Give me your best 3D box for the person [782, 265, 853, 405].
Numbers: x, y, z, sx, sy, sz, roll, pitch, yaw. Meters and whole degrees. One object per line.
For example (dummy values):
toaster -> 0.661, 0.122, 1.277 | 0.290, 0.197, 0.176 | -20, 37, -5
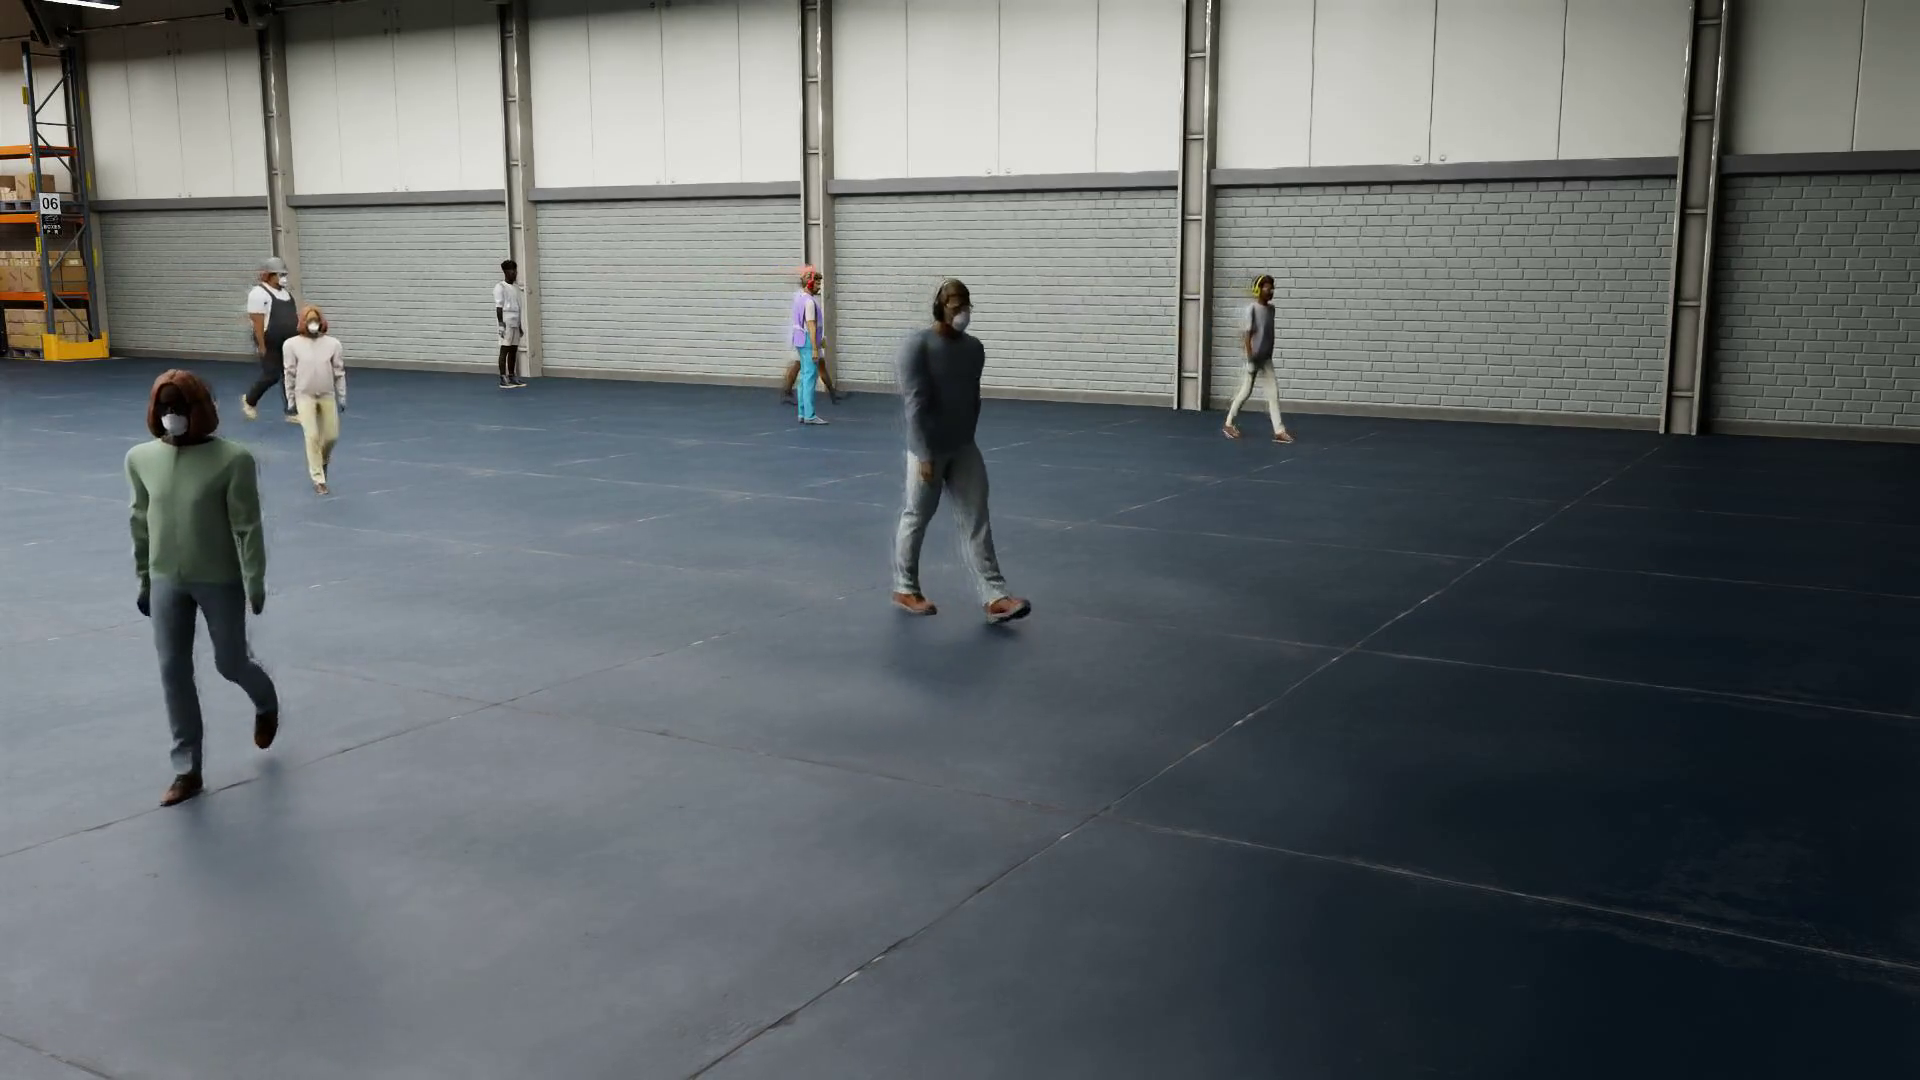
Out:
person -> -1.971, -2.762, 22.551 | 0.997, 1.885, 0.567 | 0, 10, 1

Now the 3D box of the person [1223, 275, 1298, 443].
person -> 3.270, -1.989, 18.252 | 0.541, 1.825, 0.990 | -8, 12, -38

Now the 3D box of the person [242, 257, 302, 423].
person -> -8.306, -2.421, 20.116 | 0.734, 2.000, 0.689 | 4, 10, 20

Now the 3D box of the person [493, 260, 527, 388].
person -> -6.945, -3.334, 25.672 | 0.371, 1.966, 0.608 | 3, 10, 17

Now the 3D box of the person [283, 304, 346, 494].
person -> -5.549, -1.215, 14.299 | 0.504, 1.618, 0.565 | -6, 12, -33

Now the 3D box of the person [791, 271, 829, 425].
person -> -1.827, -2.303, 20.015 | 0.390, 1.838, 0.564 | -3, 10, -19

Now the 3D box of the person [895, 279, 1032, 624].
person -> -0.033, -0.471, 9.121 | 0.632, 1.885, 1.015 | -8, 13, -39

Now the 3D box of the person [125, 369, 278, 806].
person -> -2.879, 0.145, 6.359 | 0.508, 1.614, 0.677 | 0, 10, 0
